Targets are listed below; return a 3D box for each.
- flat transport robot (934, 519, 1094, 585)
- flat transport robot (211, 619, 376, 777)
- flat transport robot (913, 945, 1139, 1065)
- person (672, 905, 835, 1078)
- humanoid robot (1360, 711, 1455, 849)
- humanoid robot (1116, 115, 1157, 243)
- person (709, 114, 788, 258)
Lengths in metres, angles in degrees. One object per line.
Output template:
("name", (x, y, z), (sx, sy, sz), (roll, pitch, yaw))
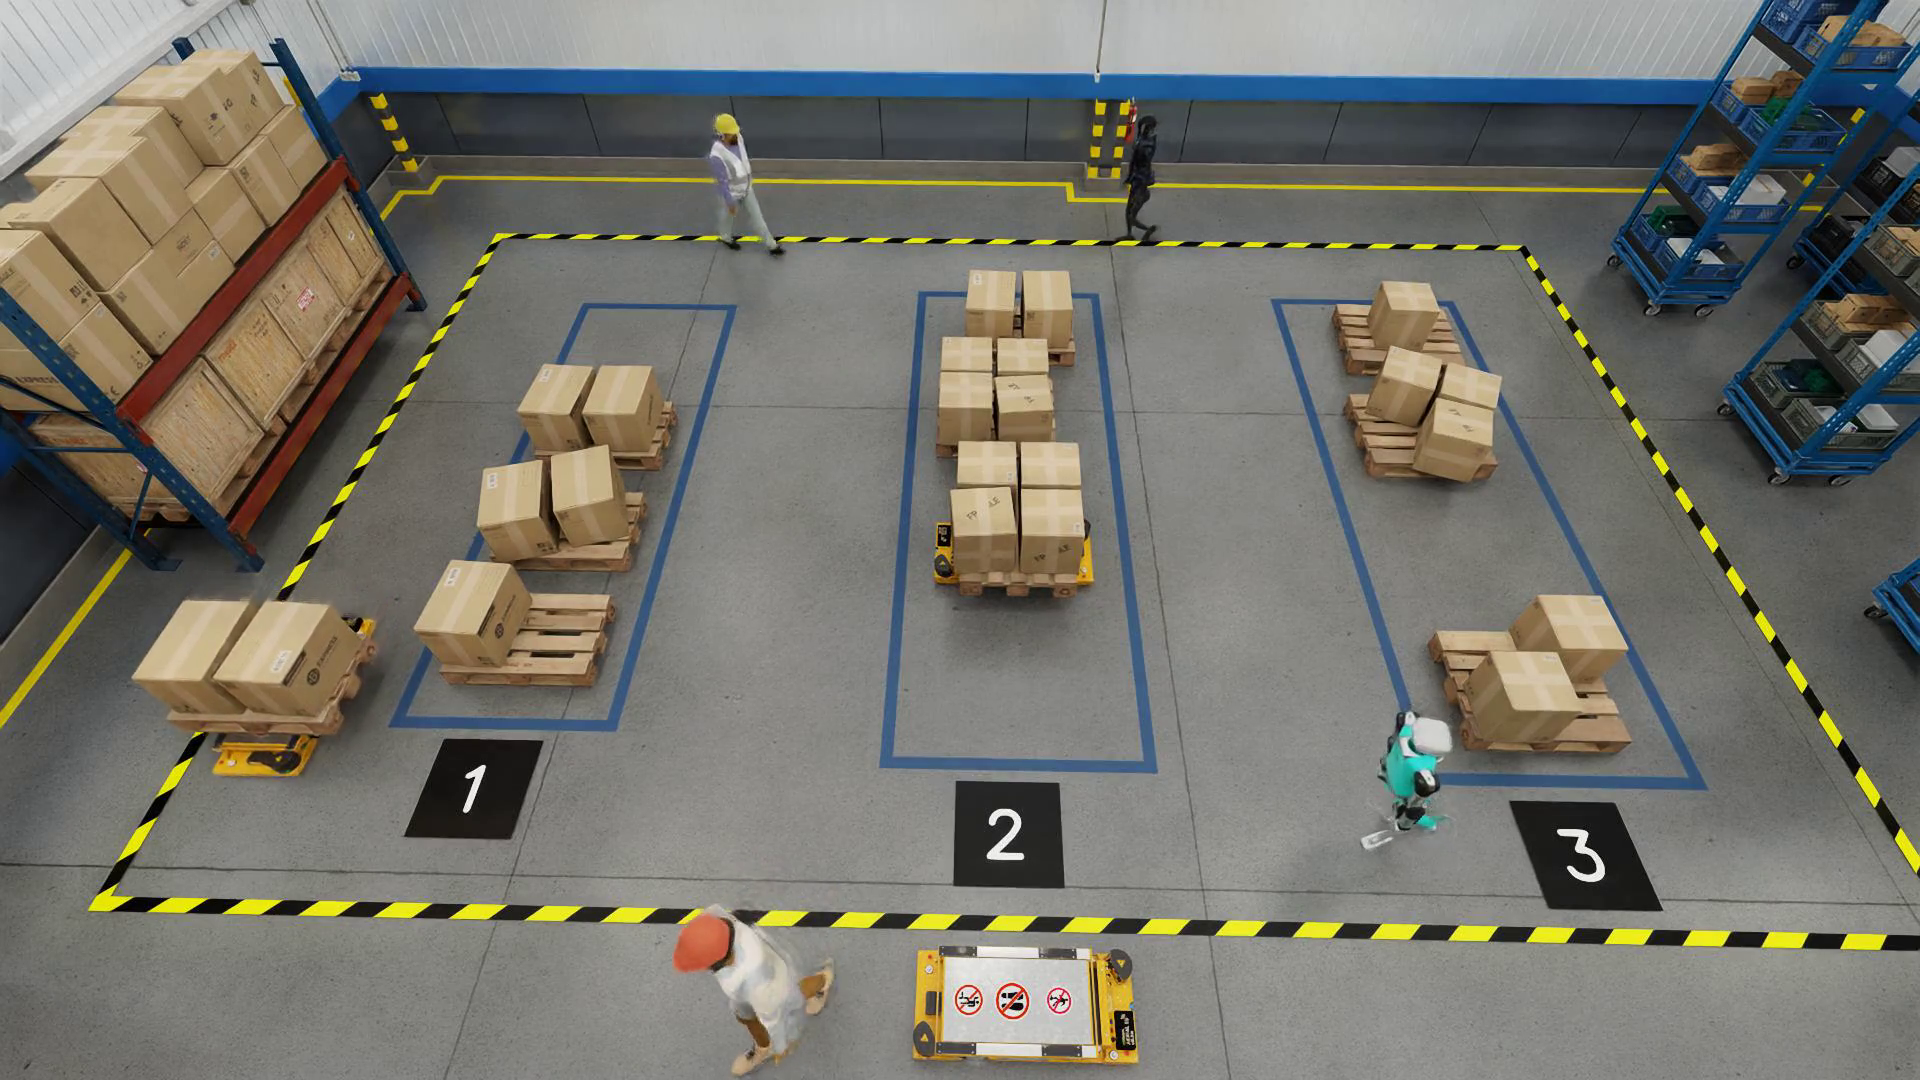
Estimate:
("flat transport robot", (0.490, 0.087, 8.397), (1.431, 0.197, 0.652), (1, 51, 1))
("flat transport robot", (-5.424, 1.223, 7.471), (0.652, 0.197, 1.431), (1, 51, 1))
("flat transport robot", (0.422, 3.041, 6.007), (1.431, 0.231, 0.659), (1, 51, 1))
("person", (-1.116, 2.543, 5.302), (0.861, 1.987, 0.740), (-37, 60, -26))
("humanoid robot", (3.108, 1.729, 6.182), (0.817, 1.849, 0.540), (1, 51, 1))
("humanoid robot", (2.241, -4.347, 11.118), (0.454, 1.638, 0.602), (-7, 51, -5))
("person", (-2.644, -4.192, 10.925), (0.945, 1.781, 0.610), (21, 54, 16))
